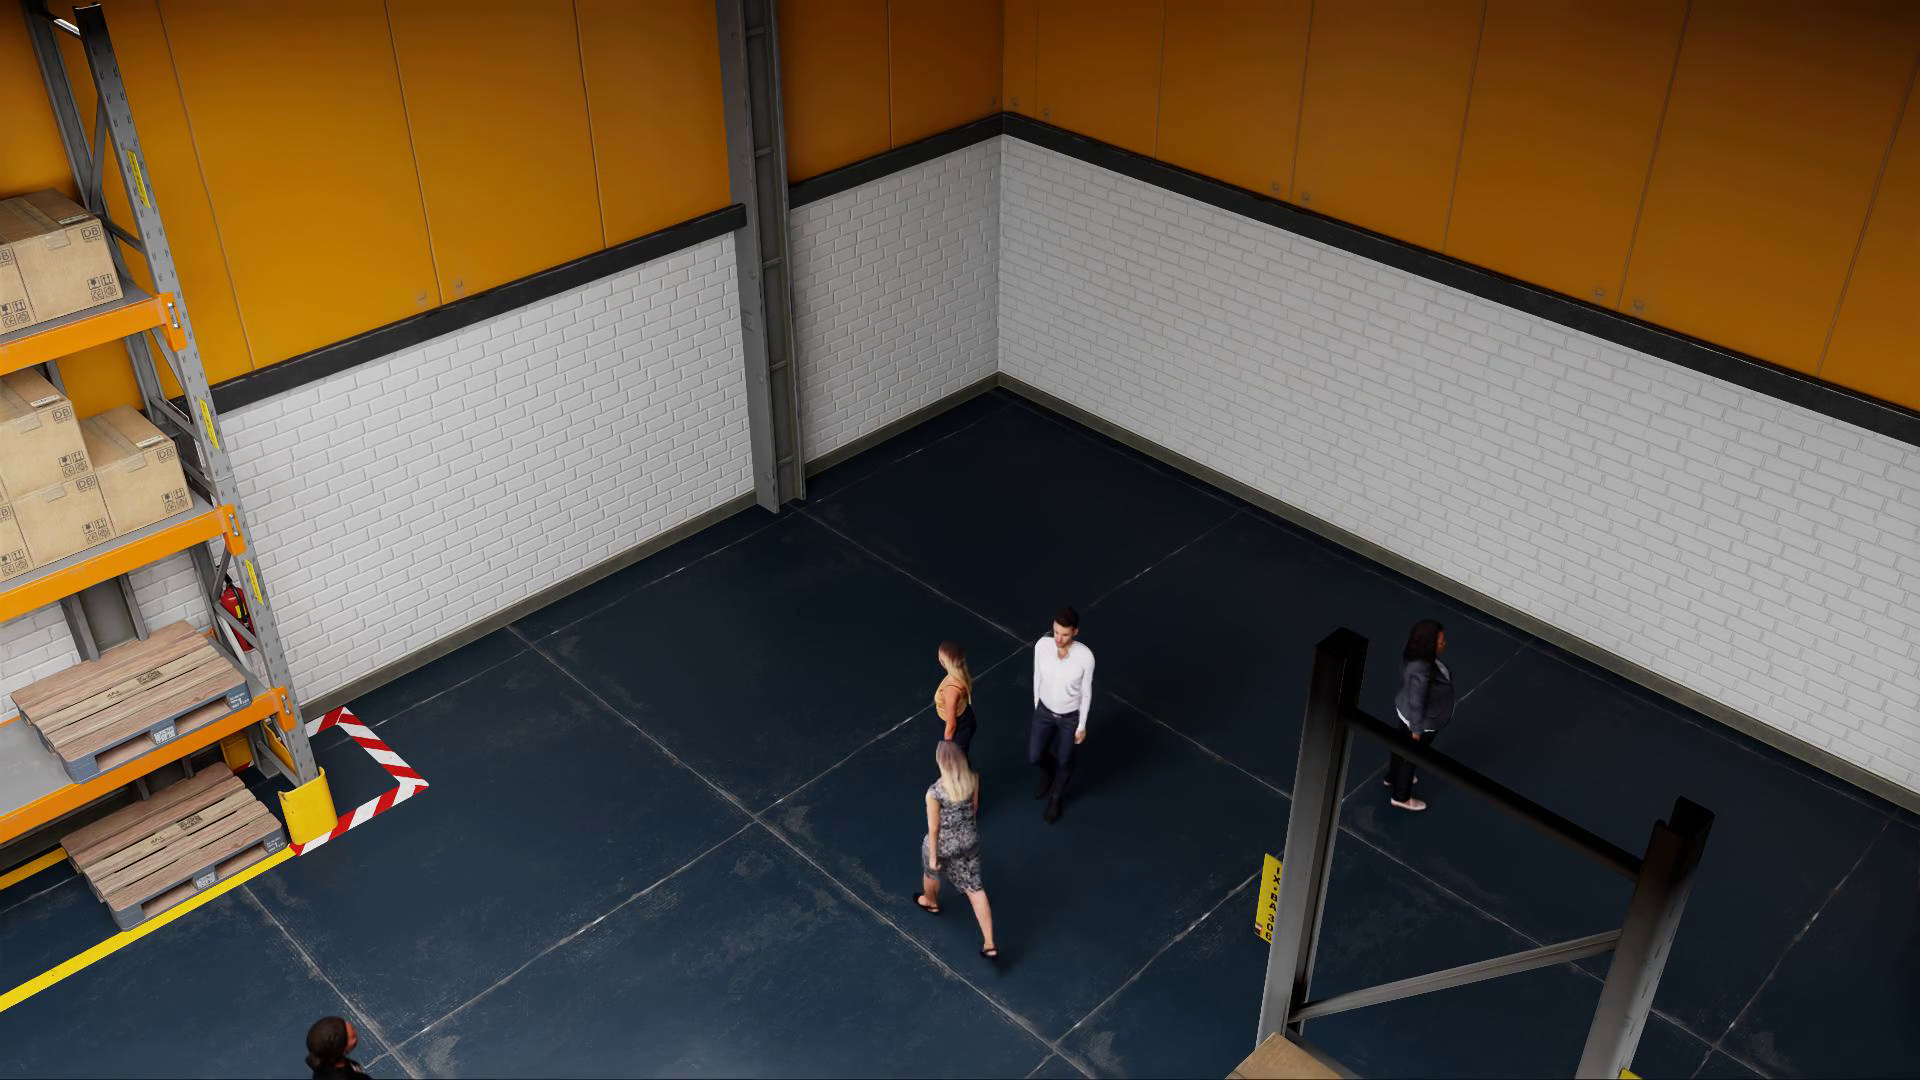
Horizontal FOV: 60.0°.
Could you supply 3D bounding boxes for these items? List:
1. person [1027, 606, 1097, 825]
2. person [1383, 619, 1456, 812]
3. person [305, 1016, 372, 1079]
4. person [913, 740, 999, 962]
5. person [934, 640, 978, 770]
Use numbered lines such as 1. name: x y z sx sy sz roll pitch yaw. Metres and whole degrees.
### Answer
1. person: 0.769 1.192 12.018 0.744 1.855 0.815 14 36 19
2. person: 3.341 1.253 12.159 0.861 1.597 0.792 2 34 4
3. person: -3.307 3.237 9.102 0.563 1.676 0.602 -25 41 -33
4. person: 0.013 2.052 10.894 1.113 1.666 0.823 -19 38 -26
5. person: -0.026 1.389 11.927 0.708 1.627 0.597 8 34 12
